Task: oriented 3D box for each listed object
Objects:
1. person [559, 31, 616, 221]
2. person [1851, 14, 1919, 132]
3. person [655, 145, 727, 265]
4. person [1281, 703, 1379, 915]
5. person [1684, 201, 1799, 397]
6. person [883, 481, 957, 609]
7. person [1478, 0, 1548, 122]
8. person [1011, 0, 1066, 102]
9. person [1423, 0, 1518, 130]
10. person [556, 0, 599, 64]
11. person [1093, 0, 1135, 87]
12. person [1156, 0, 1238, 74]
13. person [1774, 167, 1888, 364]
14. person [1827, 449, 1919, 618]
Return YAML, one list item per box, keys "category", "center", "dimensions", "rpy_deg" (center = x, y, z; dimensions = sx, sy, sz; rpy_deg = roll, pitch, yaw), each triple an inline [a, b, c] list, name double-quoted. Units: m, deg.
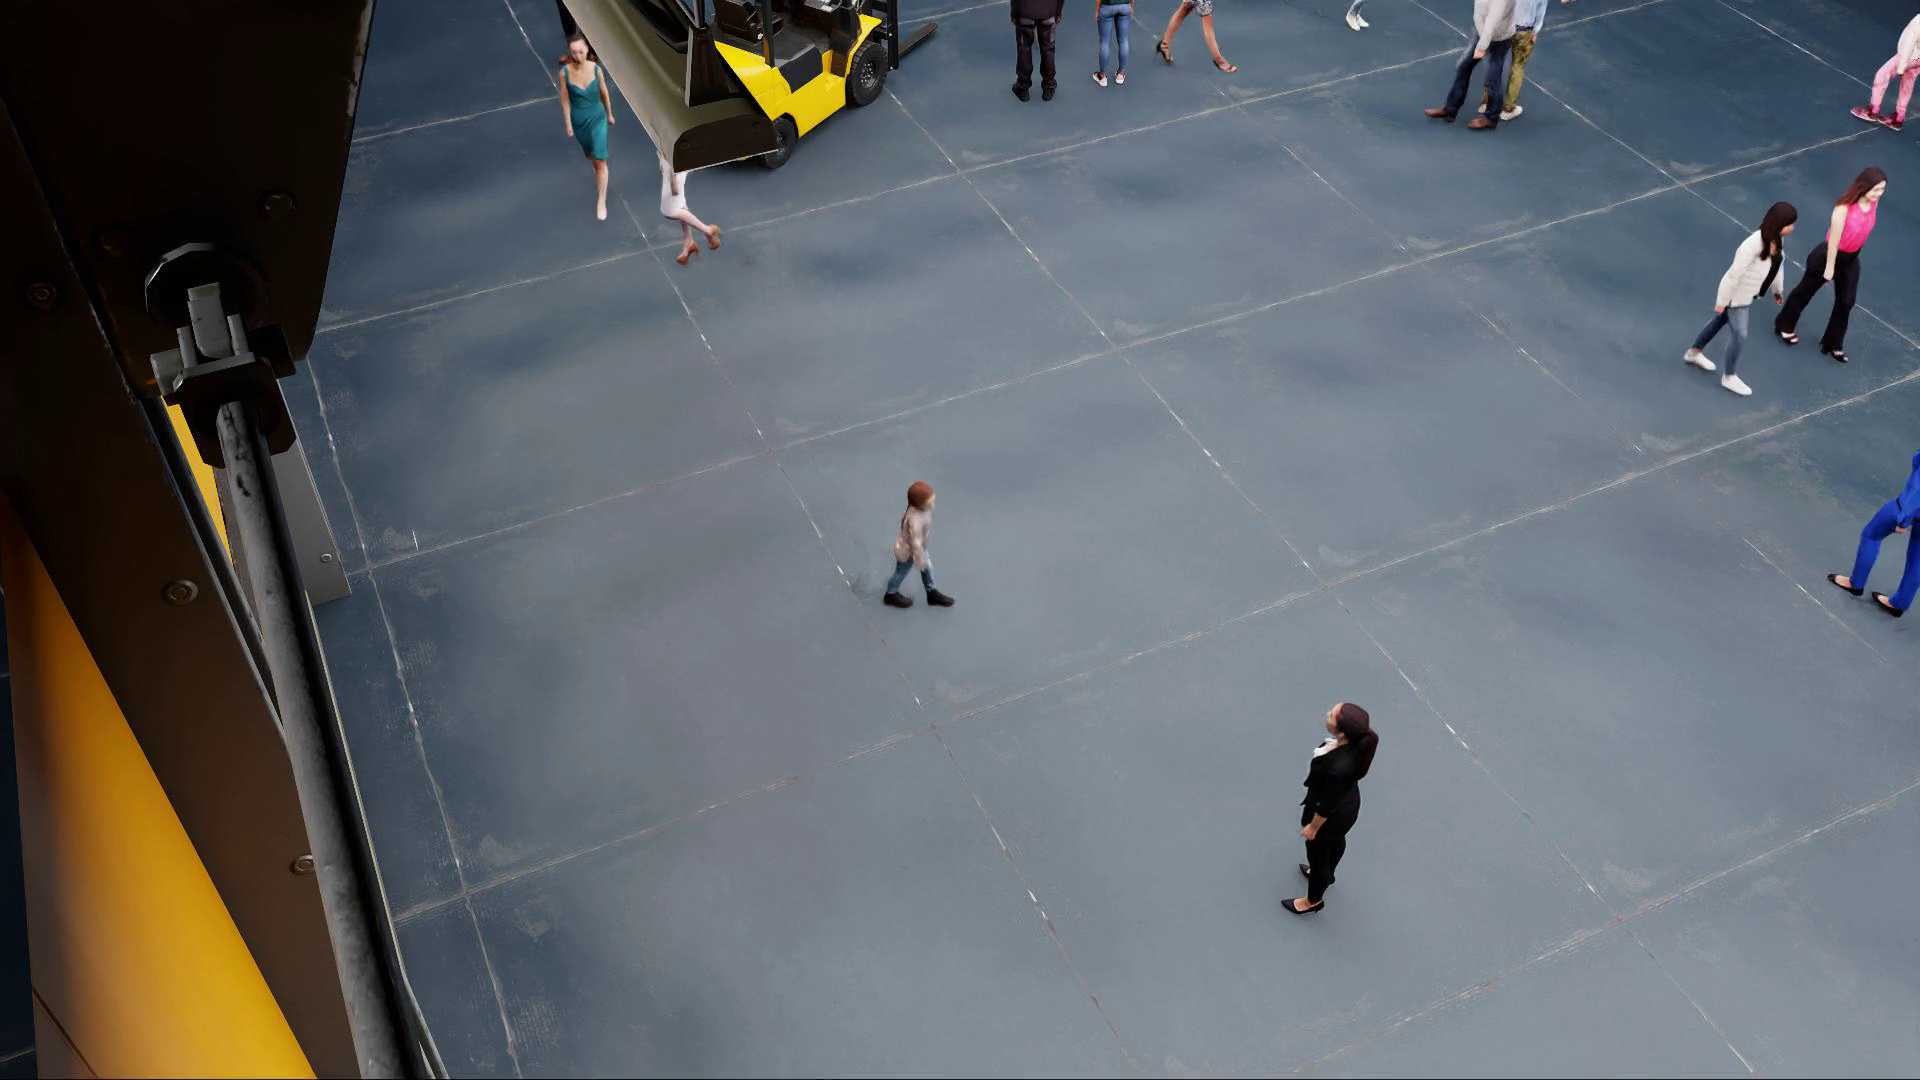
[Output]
- category: "person"
  center: [-3.258, -3.699, 14.607]
  dimensions: [0.797, 1.648, 1.143]
  rpy_deg: [-3, 44, -3]
- category: "person"
  center: [8.998, -4.525, 15.632]
  dimensions: [0.560, 1.432, 0.683]
  rpy_deg: [-19, 47, -19]
- category: "person"
  center: [-2.285, -3.051, 13.827]
  dimensions: [0.729, 1.787, 0.740]
  rpy_deg: [-9, 44, -9]
- category: "person"
  center: [2.050, 1.480, 9.161]
  dimensions: [0.725, 1.662, 0.697]
  rpy_deg: [23, 48, 22]
- category: "person"
  center: [5.938, -1.941, 12.791]
  dimensions: [0.952, 1.609, 0.815]
  rpy_deg: [31, 51, 28]
- category: "person"
  center: [-0.365, 0.019, 11.057]
  dimensions: [0.794, 1.164, 0.750]
  rpy_deg: [7, 44, 7]
- category: "person"
  center: [5.254, -4.862, 15.712]
  dimensions: [0.655, 1.810, 0.808]
  rpy_deg: [31, 51, 28]
- category: "person"
  center: [0.733, -5.083, 15.933]
  dimensions: [0.777, 1.825, 0.745]
  rpy_deg: [-2, 44, -3]
- category: "person"
  center: [5.031, -4.678, 15.472]
  dimensions: [1.031, 1.873, 1.032]
  rpy_deg: [-1, 44, -1]
- category: "person"
  center: [-3.894, -5.597, 16.491]
  dimensions: [0.717, 1.798, 0.822]
  rpy_deg: [23, 48, 22]
- category: "person"
  center: [1.512, -5.220, 16.227]
  dimensions: [0.657, 1.617, 0.667]
  rpy_deg: [-8, 44, -8]
- category: "person"
  center: [2.257, -5.459, 16.367]
  dimensions: [1.171, 1.771, 1.039]
  rpy_deg: [19, 47, 18]
- category: "person"
  center: [6.802, -2.218, 13.064]
  dimensions: [0.594, 1.634, 0.865]
  rpy_deg: [-15, 46, -15]
- category: "person"
  center: [6.347, -0.134, 10.839]
  dimensions: [0.663, 1.685, 0.737]
  rpy_deg: [-13, 45, -13]
